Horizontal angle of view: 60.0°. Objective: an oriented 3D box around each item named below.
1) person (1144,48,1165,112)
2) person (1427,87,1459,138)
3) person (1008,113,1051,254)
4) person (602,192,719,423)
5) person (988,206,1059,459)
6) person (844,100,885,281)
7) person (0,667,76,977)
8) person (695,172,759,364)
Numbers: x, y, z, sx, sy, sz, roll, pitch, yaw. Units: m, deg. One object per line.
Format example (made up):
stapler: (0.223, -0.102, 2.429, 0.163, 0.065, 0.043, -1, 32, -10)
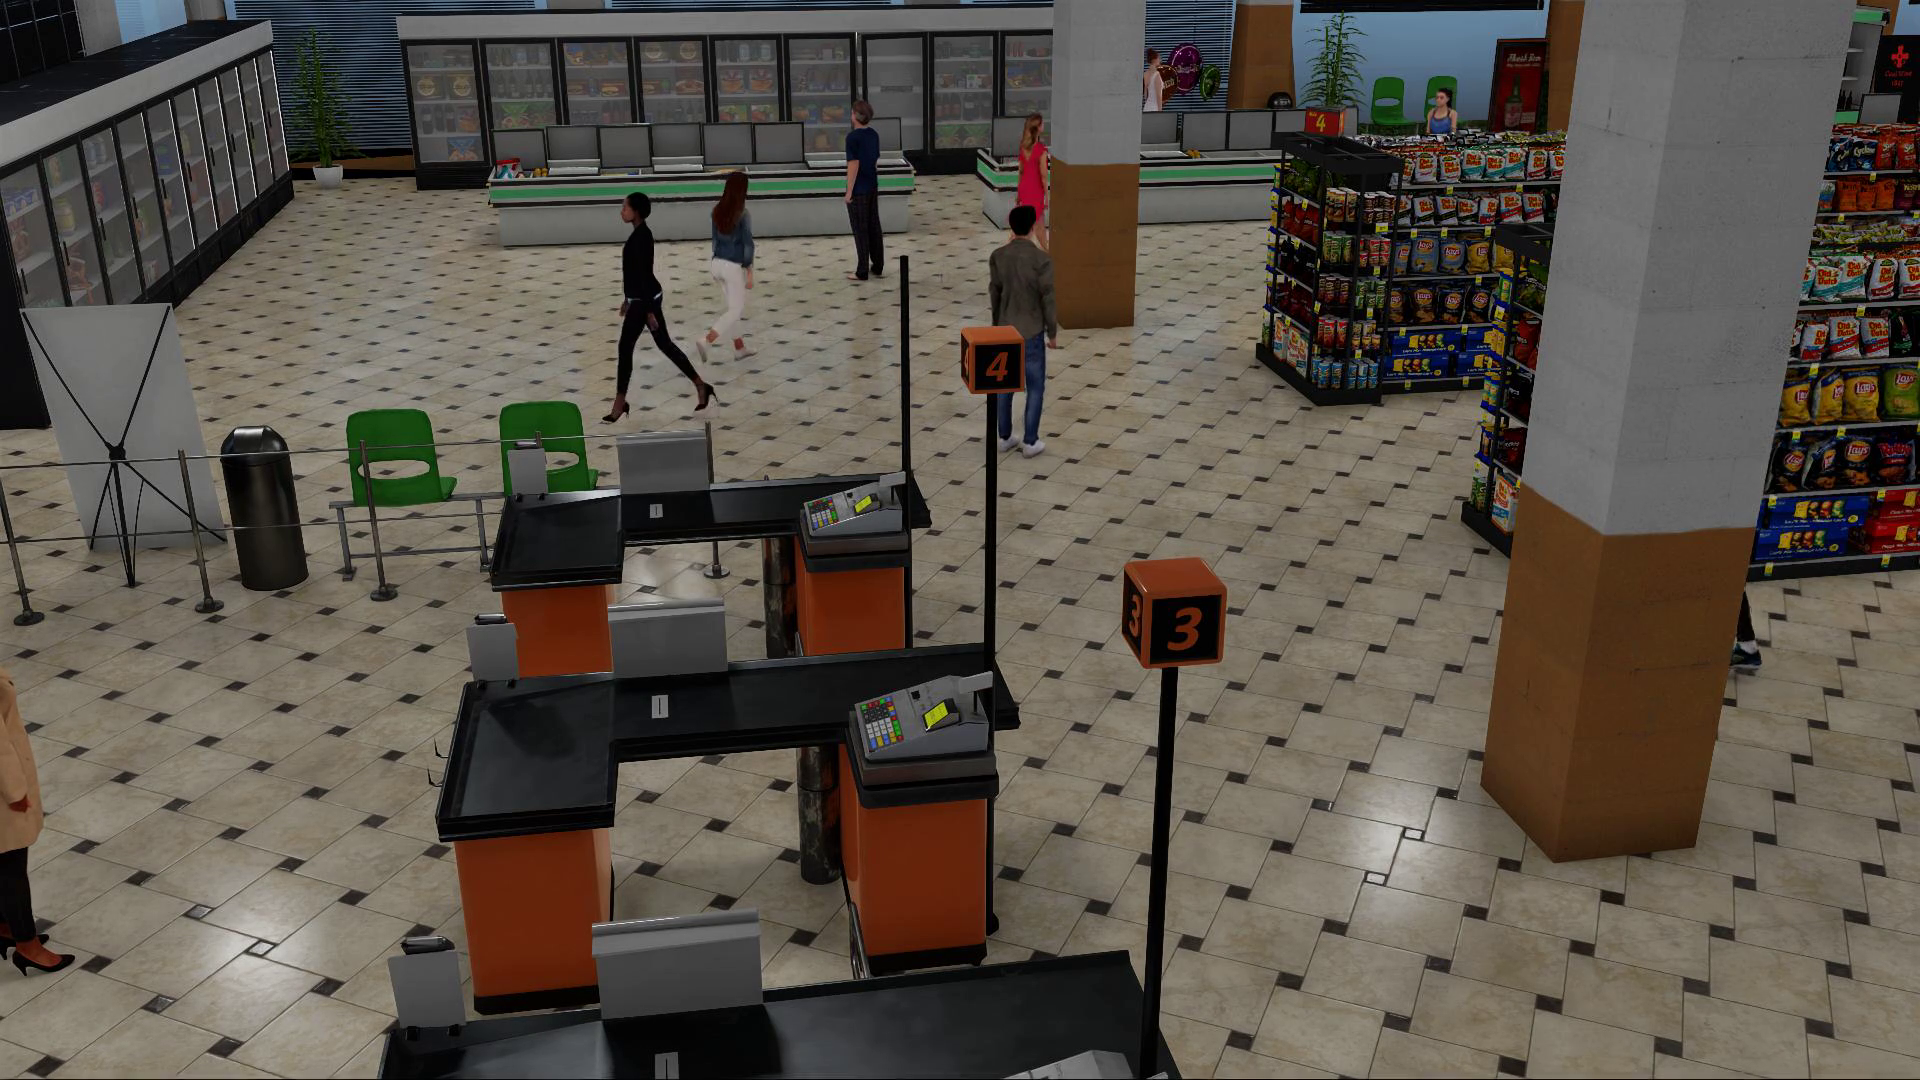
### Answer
person: (2.713, -6.050, 23.587, 0.545, 1.793, 0.618, -8, 23, -19)
person: (6.083, -4.878, 20.963, 0.962, 1.574, 1.029, 15, 26, 32)
person: (0.695, -3.663, 17.796, 1.124, 1.682, 0.809, -12, 25, -27)
person: (-2.348, -1.779, 12.961, 1.150, 1.790, 0.680, -2, 22, -4)
person: (0.432, -1.519, 12.218, 0.786, 1.861, 0.867, 12, 25, 28)
person: (-1.023, -3.720, 17.682, 0.792, 1.871, 0.725, 16, 27, 34)
person: (-3.746, 0.915, 6.402, 0.712, 1.682, 0.735, 19, 29, 39)
person: (-2.073, -2.308, 14.456, 0.999, 1.657, 1.090, 16, 27, 35)
